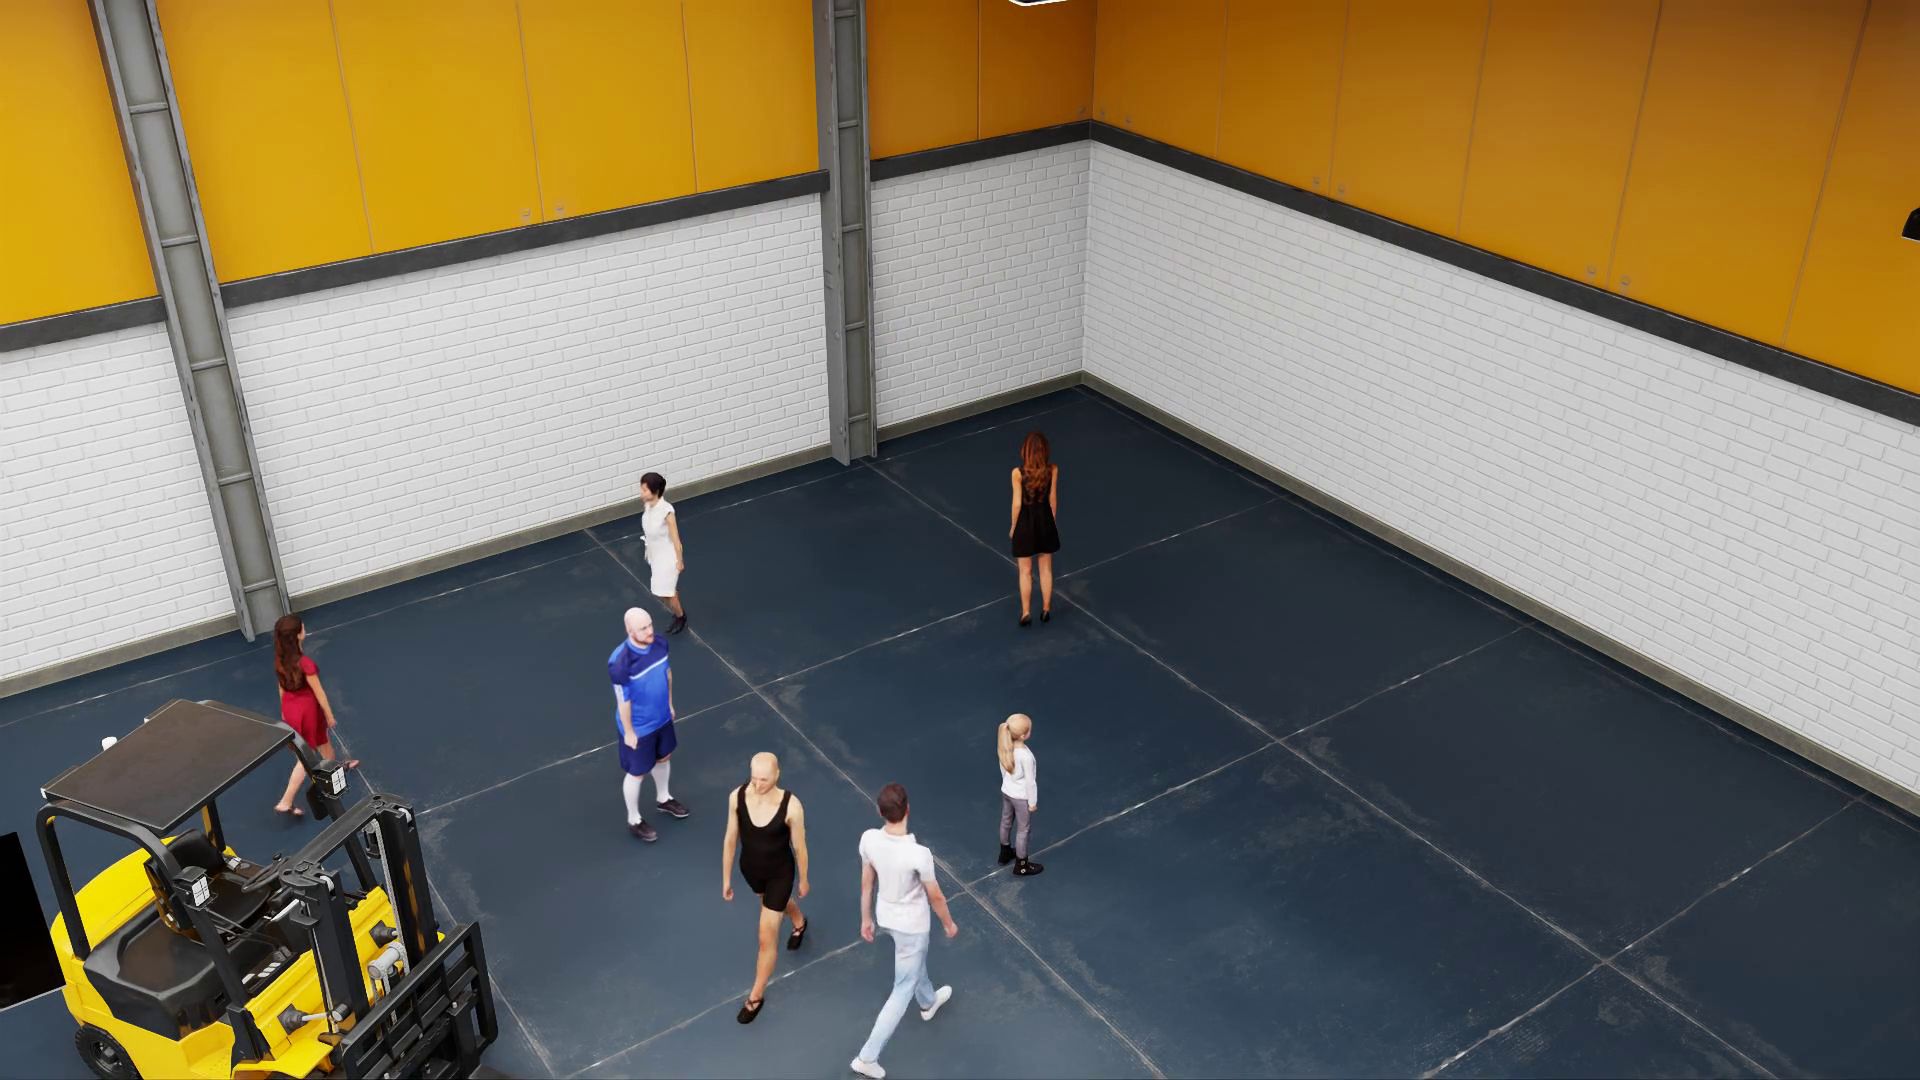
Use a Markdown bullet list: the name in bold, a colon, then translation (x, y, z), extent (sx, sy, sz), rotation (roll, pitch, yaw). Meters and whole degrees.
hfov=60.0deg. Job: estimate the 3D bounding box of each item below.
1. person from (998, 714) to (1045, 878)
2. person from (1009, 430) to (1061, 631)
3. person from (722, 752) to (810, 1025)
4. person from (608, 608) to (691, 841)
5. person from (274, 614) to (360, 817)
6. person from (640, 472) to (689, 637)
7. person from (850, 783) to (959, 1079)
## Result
- **person**: translation (0.387, 1.726, 11.363), extent (0.487, 1.279, 0.483), rotation (-19, 34, -31)
- **person**: translation (0.625, -0.081, 14.098), extent (0.567, 1.834, 0.705), rotation (-8, 30, -15)
- **person**: translation (-1.147, 2.013, 10.330), extent (1.088, 1.766, 1.285), rotation (10, 30, 18)
- **person**: translation (-2.208, 1.253, 11.647), extent (0.804, 1.839, 0.645), rotation (17, 33, 29)
- **person**: translation (-4.762, 1.272, 11.943), extent (0.860, 1.522, 1.122), rotation (15, 32, 25)
- **person**: translation (-2.435, 0.103, 14.062), extent (0.618, 1.544, 0.615), rotation (-23, 36, -36)
- **person**: translation (-0.390, 2.311, 9.736), extent (0.912, 1.812, 1.291), rotation (24, 37, 37)
